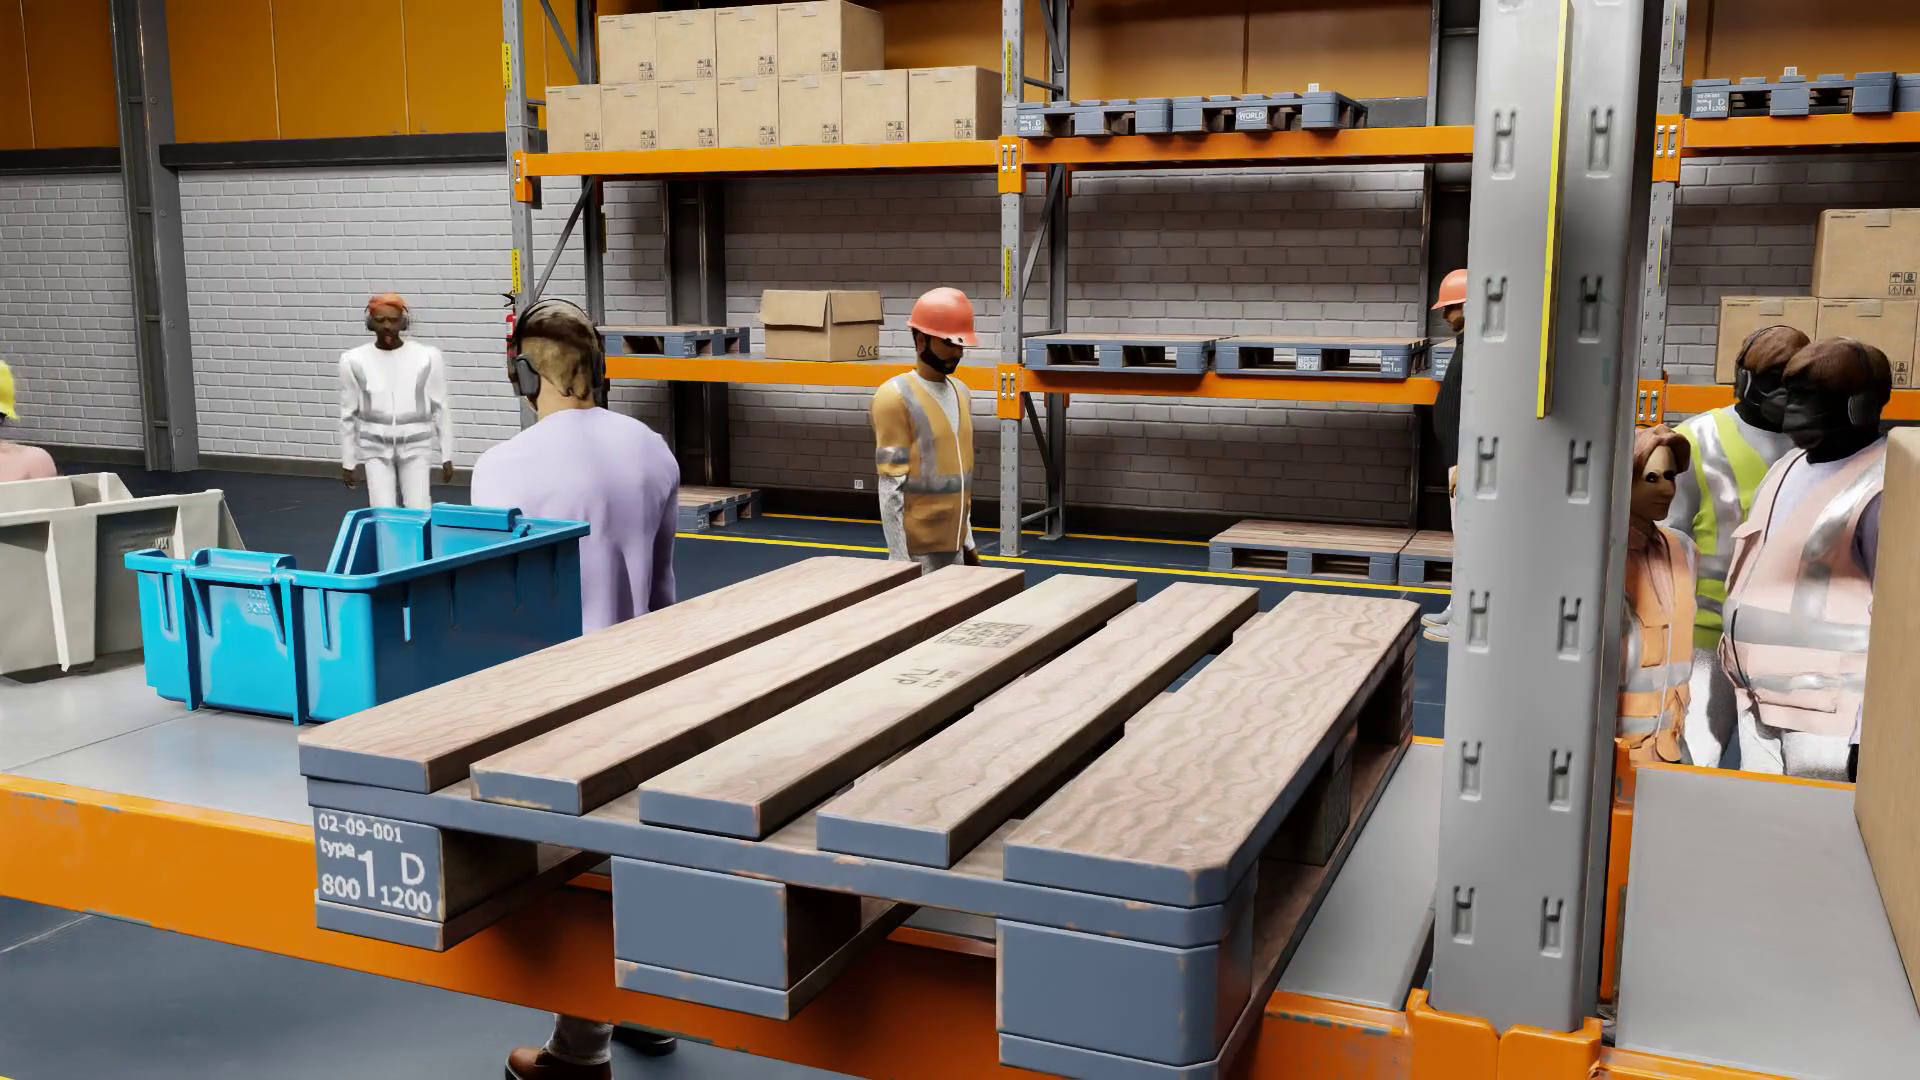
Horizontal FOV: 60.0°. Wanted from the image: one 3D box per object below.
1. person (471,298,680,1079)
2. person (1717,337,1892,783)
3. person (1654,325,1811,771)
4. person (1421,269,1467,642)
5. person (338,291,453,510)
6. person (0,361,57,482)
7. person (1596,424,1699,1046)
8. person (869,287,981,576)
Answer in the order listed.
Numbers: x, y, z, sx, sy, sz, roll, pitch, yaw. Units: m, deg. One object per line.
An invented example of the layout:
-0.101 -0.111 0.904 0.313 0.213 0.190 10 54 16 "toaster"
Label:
-0.923 0.388 4.057 0.351 1.936 0.635 5 11 29 "person"
2.129 0.417 4.172 0.429 1.842 0.635 0 9 -2 "person"
2.364 0.286 4.959 0.637 1.840 0.429 -1 9 -4 "person"
2.693 -0.446 8.906 0.391 1.986 0.609 3 10 16 "person"
-3.233 -0.491 9.543 0.615 1.865 0.495 -3 10 -16 "person"
-3.225 0.253 5.478 0.533 1.727 0.569 -5 11 -27 "person"
1.616 0.528 4.111 0.516 1.641 0.308 -6 11 -32 "person"
-0.094 0.000 6.410 0.373 1.928 0.543 6 11 33 "person"
